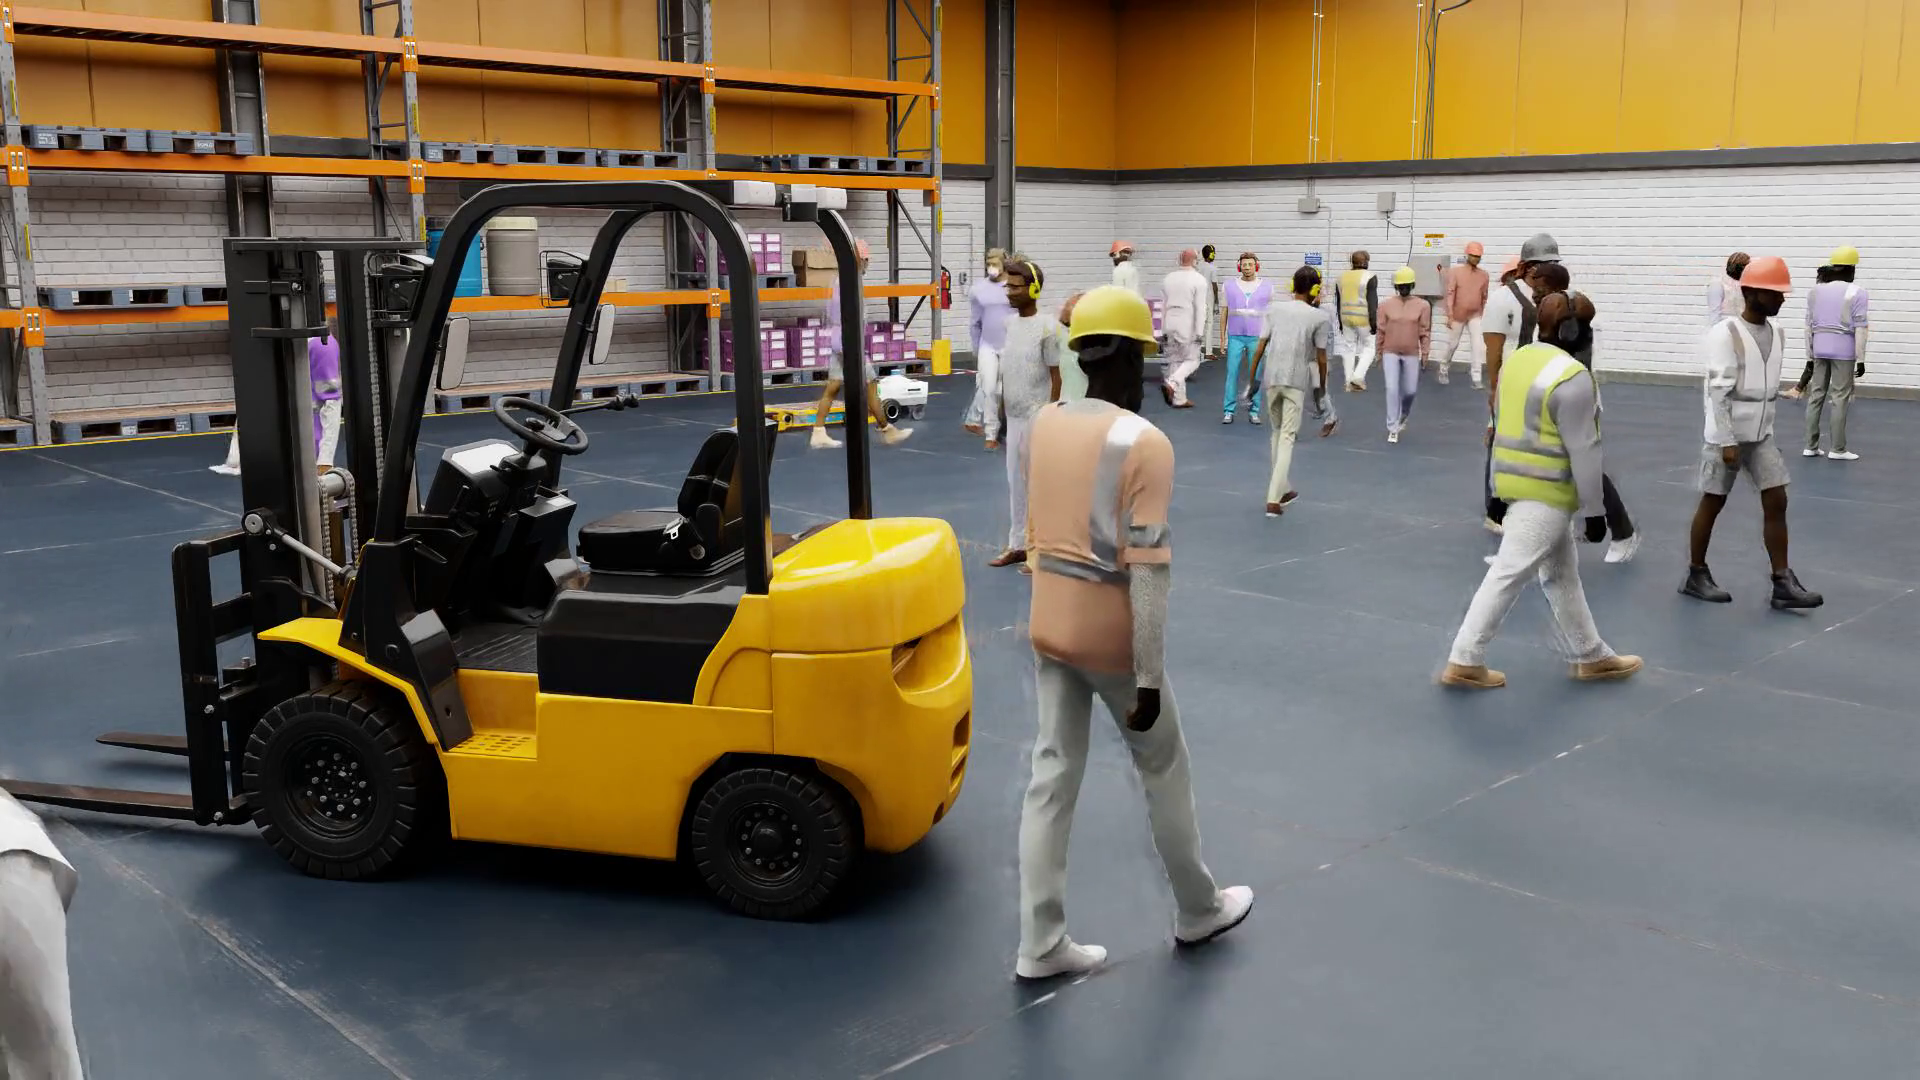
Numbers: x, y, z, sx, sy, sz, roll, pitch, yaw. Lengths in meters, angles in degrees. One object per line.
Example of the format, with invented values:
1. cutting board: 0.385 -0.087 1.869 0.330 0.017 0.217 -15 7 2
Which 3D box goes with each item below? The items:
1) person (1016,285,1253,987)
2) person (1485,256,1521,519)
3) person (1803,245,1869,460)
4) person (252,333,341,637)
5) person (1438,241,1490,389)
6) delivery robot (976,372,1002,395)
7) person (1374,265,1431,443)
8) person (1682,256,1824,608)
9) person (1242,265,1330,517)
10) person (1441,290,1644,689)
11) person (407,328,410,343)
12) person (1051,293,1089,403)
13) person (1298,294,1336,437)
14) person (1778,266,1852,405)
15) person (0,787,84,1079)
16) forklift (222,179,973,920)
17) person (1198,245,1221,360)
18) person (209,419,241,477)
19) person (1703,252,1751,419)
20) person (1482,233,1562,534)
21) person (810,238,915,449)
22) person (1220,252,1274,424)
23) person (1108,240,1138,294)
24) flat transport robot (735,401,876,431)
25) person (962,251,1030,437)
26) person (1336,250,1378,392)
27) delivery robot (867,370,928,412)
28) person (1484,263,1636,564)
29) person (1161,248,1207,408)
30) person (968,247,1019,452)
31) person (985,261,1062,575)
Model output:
1. person: 0.467 0.249 4.614 0.907 1.879 0.591 -9 13 -39
2. person: 3.936 -1.057 11.760 0.389 1.883 0.661 4 11 22
3. person: 7.920 -1.686 15.040 0.364 1.930 0.588 -6 12 -28
4. person: -3.319 -0.439 8.246 0.543 1.928 0.374 5 11 25
5. person: 6.725 -3.008 22.204 0.620 1.958 0.981 -1 10 -5
6. delivery robot: 0.548 -1.855 19.460 0.707 0.478 0.477 2 10 8
7. person: 4.363 -1.843 16.451 0.528 1.735 0.635 2 11 10
8. person: 4.307 -0.555 8.944 0.554 1.908 0.859 -4 11 -20
9. person: 2.409 -1.096 12.190 0.552 1.793 0.939 6 12 30
10. person: 2.617 -0.204 7.377 0.978 1.791 0.637 -1 10 -5
11. person: -4.523 -1.164 12.987 0.523 1.638 0.310 1 10 4
12. person: 0.803 -0.866 11.376 0.286 1.634 0.500 -10 14 -43
13. person: 3.474 -1.775 16.453 0.537 1.592 0.837 7 12 33
14. person: 10.255 -2.425 19.800 0.890 1.645 0.555 2 11 10
15. person: -1.028 0.817 1.520 0.575 1.884 0.355 4 11 22
16. forklift: -1.114 -0.058 5.440 2.313 2.155 1.214 2 11 13
17. person: 4.010 -3.850 27.023 0.313 1.863 0.538 -8 13 -38
18. person: -5.968 -1.328 13.967 0.712 1.614 0.522 0 10 0
19. person: 8.451 -2.227 18.249 0.624 1.839 0.430 -6 12 -28
20. person: 3.913 -1.060 11.325 0.673 2.000 0.535 -4 11 -21
21. person: -0.979 -1.850 15.777 1.034 1.984 0.632 -4 11 -20
22. person: 3.072 -2.164 17.871 0.563 1.847 0.389 1 10 6
23. person: 2.009 -2.807 21.069 0.604 1.959 0.638 7 12 33
24. flat transport robot: -1.604 -1.328 17.615 1.431 0.197 0.652 -8 13 -38
25. person: 0.472 -1.929 16.561 0.989 1.884 0.628 4 11 21
26. person: 5.123 -2.804 21.399 0.447 1.831 0.651 -8 13 -38
27. delivery robot: -0.698 -1.619 18.170 0.707 0.478 0.477 -8 13 -38
28. person: 3.778 -0.764 10.214 0.972 1.867 0.672 -1 10 -8
29. person: 2.543 -2.437 19.261 0.634 1.882 0.665 -9 14 -40
30. person: 0.394 -1.797 15.675 0.642 1.918 0.610 4 11 19
31. person: 0.392 -0.729 9.994 0.313 1.867 0.528 -8 13 -36
